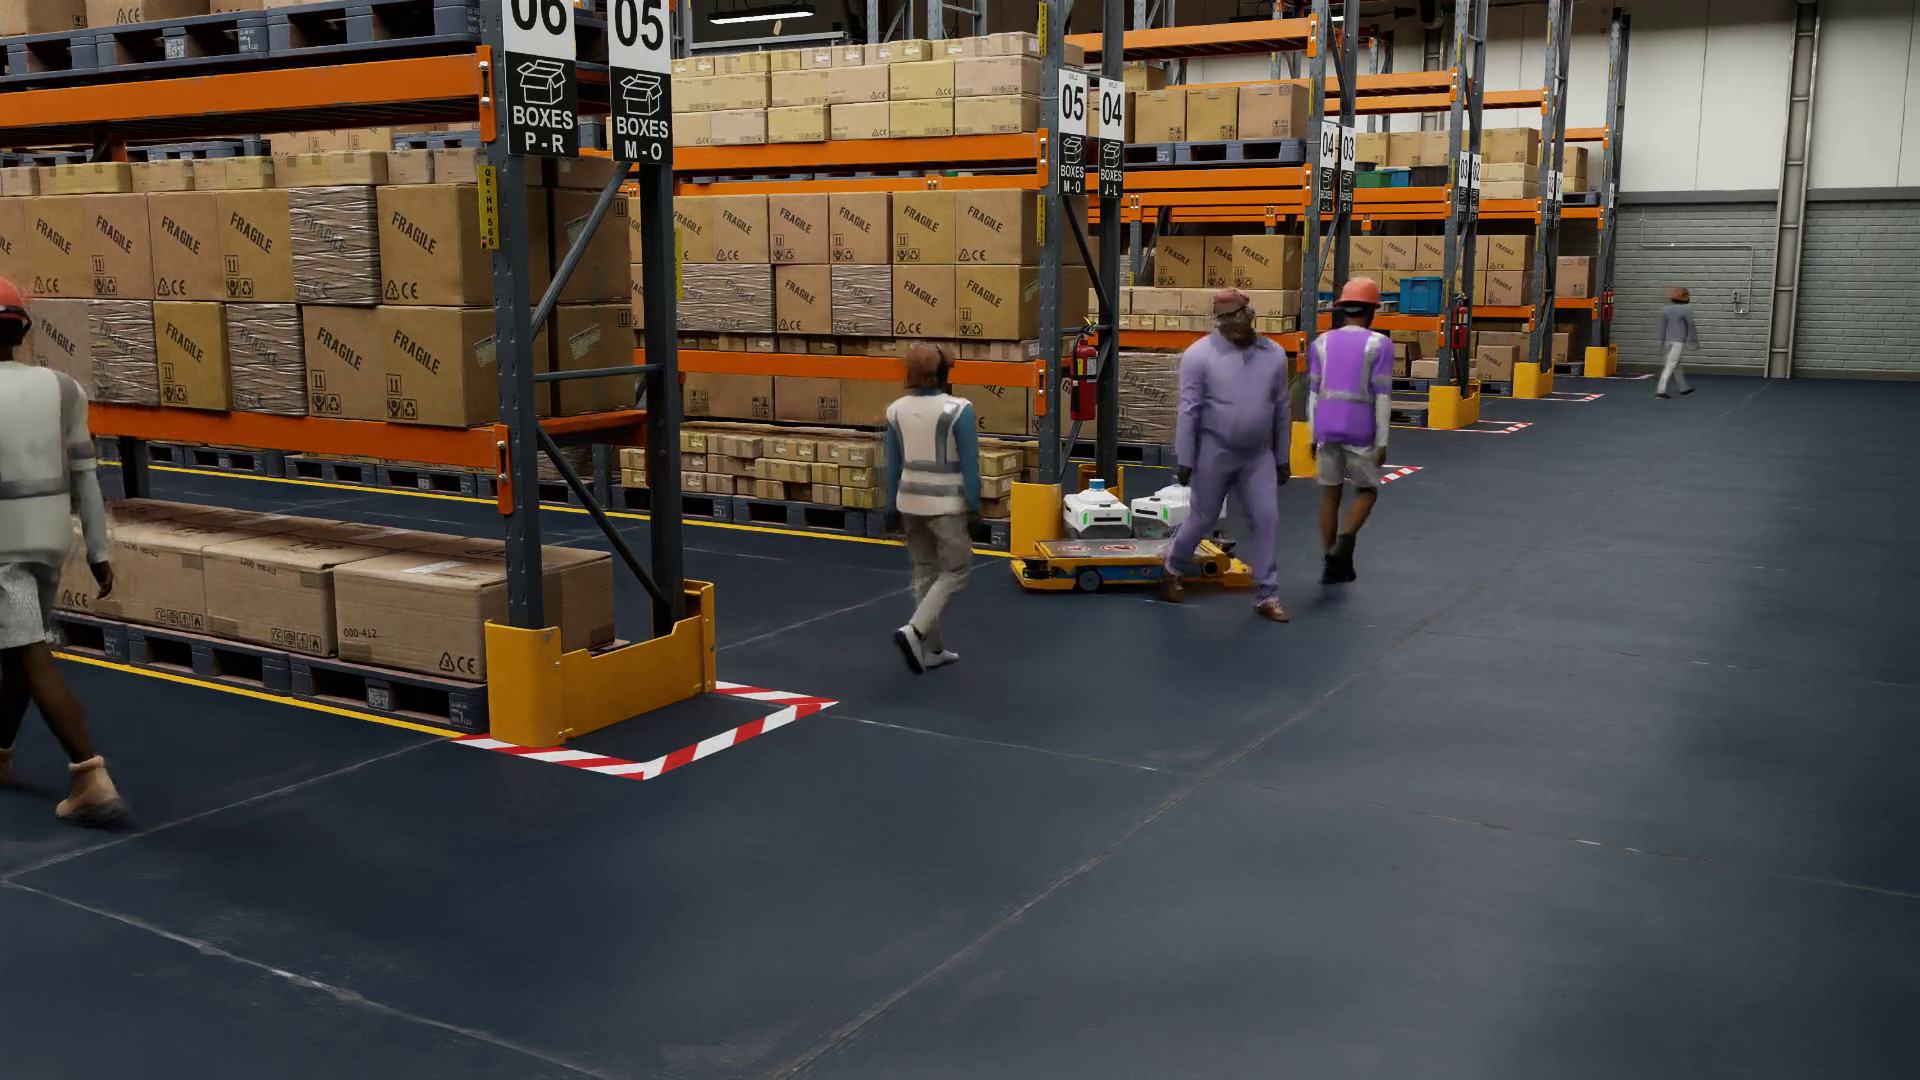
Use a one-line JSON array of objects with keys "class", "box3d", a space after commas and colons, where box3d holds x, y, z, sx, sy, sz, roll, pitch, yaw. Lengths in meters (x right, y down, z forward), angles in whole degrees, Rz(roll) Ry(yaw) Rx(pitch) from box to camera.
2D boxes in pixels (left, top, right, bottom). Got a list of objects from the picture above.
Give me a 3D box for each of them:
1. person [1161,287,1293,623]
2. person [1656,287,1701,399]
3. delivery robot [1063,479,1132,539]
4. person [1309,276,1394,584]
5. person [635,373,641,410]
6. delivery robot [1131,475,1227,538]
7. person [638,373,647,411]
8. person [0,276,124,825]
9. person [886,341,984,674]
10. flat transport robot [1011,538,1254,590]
[{"class": "person", "box3d": [1.544, -0.504, 9.484, 0.682, 1.866, 0.872, -3, 10, -15]}, {"class": "person", "box3d": [10.271, -2.797, 23.677, 0.846, 1.593, 0.506, -3, 10, -17]}, {"class": "delivery robot", "box3d": [0.902, -0.161, 10.994, 0.477, 0.478, 0.707, -1, 10, -7]}, {"class": "person", "box3d": [2.384, -0.660, 10.244, 0.552, 1.913, 0.590, 7, 12, 35]}, {"class": "person", "box3d": [-3.171, -1.549, 15.424, 0.562, 1.918, 0.557, 4, 11, 23]}, {"class": "delivery robot", "box3d": [1.477, -0.194, 11.189, 0.707, 0.478, 0.477, -9, 14, -44]}, {"class": "person", "box3d": [-3.172, -1.638, 16.824, 0.592, 1.620, 0.531, 7, 12, 36]}, {"class": "person", "box3d": [-3.429, 0.022, 6.039, 1.091, 1.990, 0.623, 5, 11, 25]}, {"class": "person", "box3d": [-0.162, -0.142, 8.018, 0.535, 1.620, 0.538, 7, 12, 35]}, {"class": "flat transport robot", "box3d": [1.067, 0.140, 10.340, 1.431, 0.197, 0.652, -1, 10, -5]}]
